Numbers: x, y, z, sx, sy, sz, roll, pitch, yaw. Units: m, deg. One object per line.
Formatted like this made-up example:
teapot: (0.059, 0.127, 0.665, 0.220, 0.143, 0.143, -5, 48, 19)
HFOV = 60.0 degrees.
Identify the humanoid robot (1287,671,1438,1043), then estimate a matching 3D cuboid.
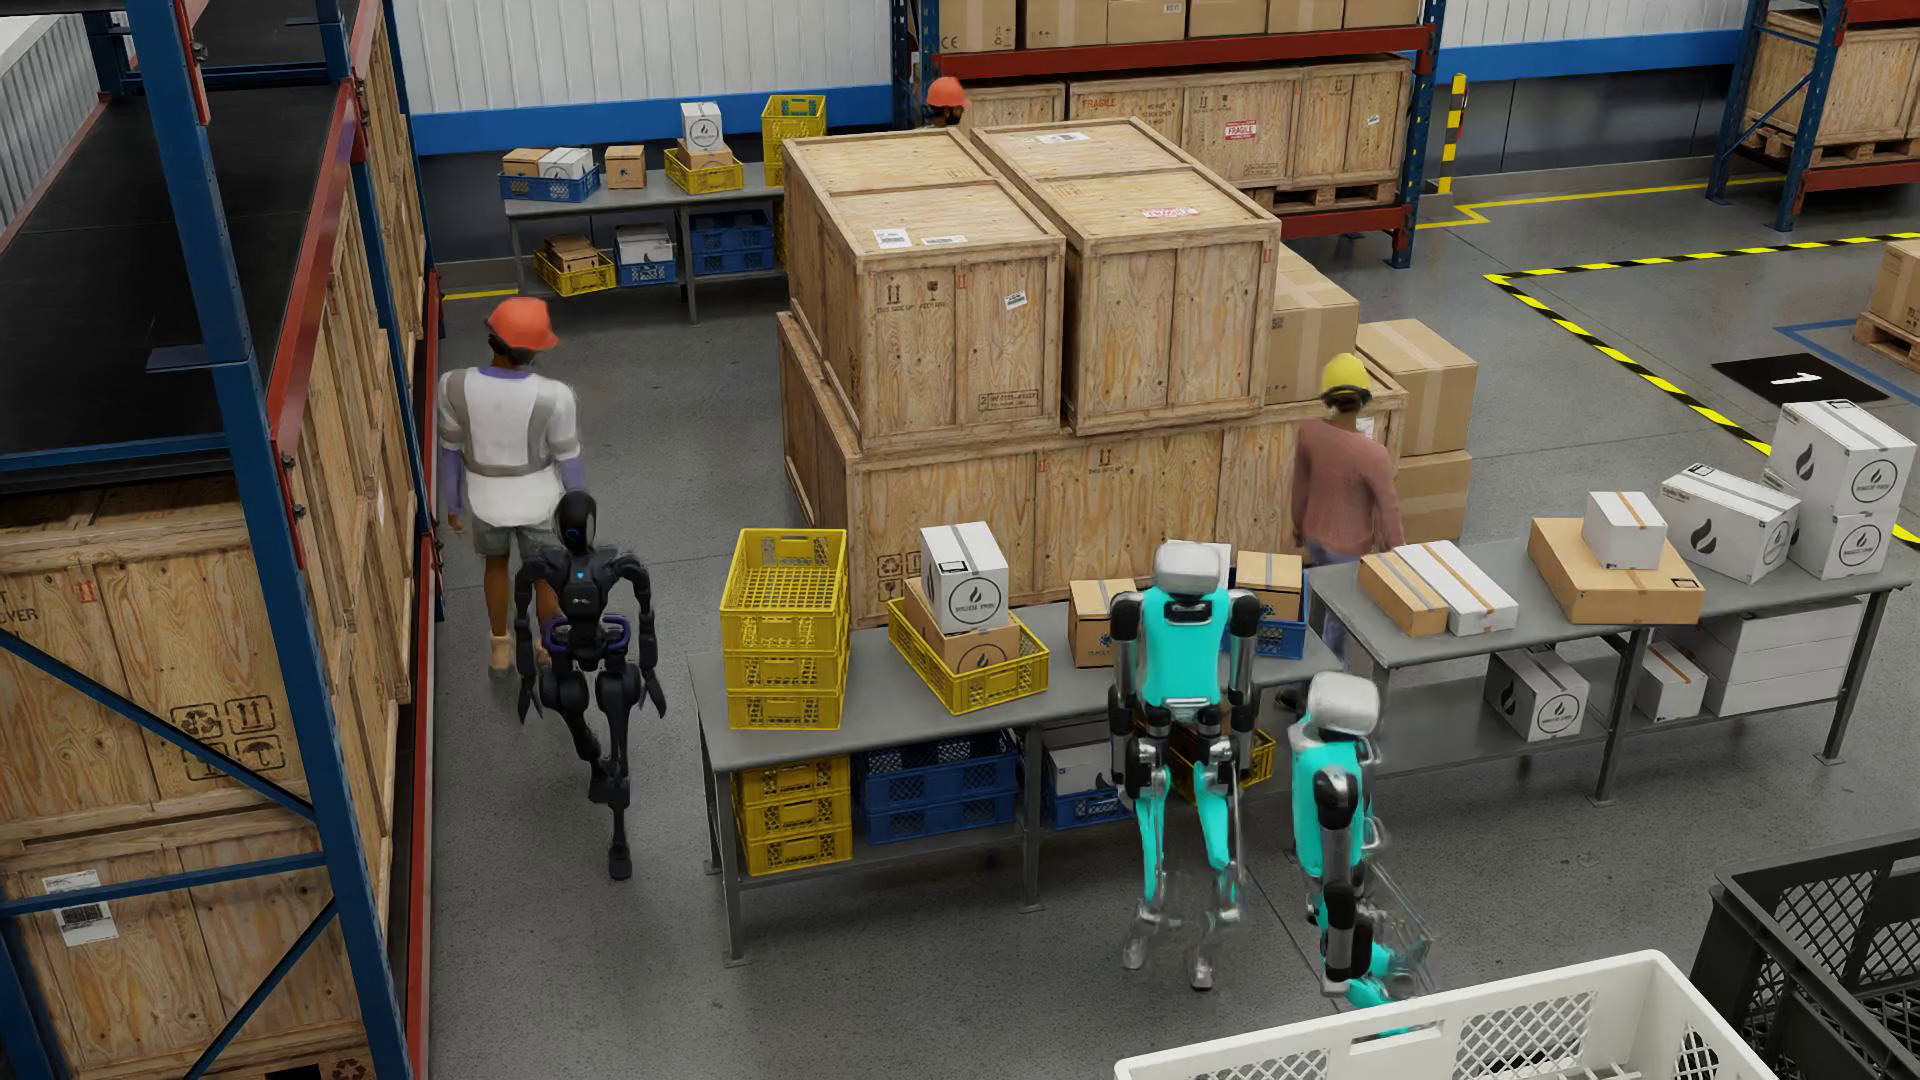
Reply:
humanoid robot: (1.380, 1.270, 5.390, 0.781, 1.881, 0.556, 2, 29, 3)

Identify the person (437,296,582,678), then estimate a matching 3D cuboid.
person: (-2.040, -0.198, 7.681, 0.653, 1.998, 0.436, -1, 29, -2)

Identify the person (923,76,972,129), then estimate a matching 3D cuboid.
person: (-0.135, -2.197, 11.384, 0.505, 1.926, 0.558, -8, 30, -13)

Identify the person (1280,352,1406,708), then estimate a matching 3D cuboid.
person: (1.738, 0.006, 7.572, 0.521, 1.736, 0.621, -17, 33, -28)

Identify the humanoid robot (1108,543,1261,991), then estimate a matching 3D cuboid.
humanoid robot: (0.795, 0.914, 5.920, 0.550, 1.774, 0.687, 0, 29, 0)

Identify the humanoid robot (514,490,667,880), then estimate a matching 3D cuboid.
humanoid robot: (-1.510, 0.524, 6.761, 0.607, 1.623, 0.796, -4, 29, -8)
